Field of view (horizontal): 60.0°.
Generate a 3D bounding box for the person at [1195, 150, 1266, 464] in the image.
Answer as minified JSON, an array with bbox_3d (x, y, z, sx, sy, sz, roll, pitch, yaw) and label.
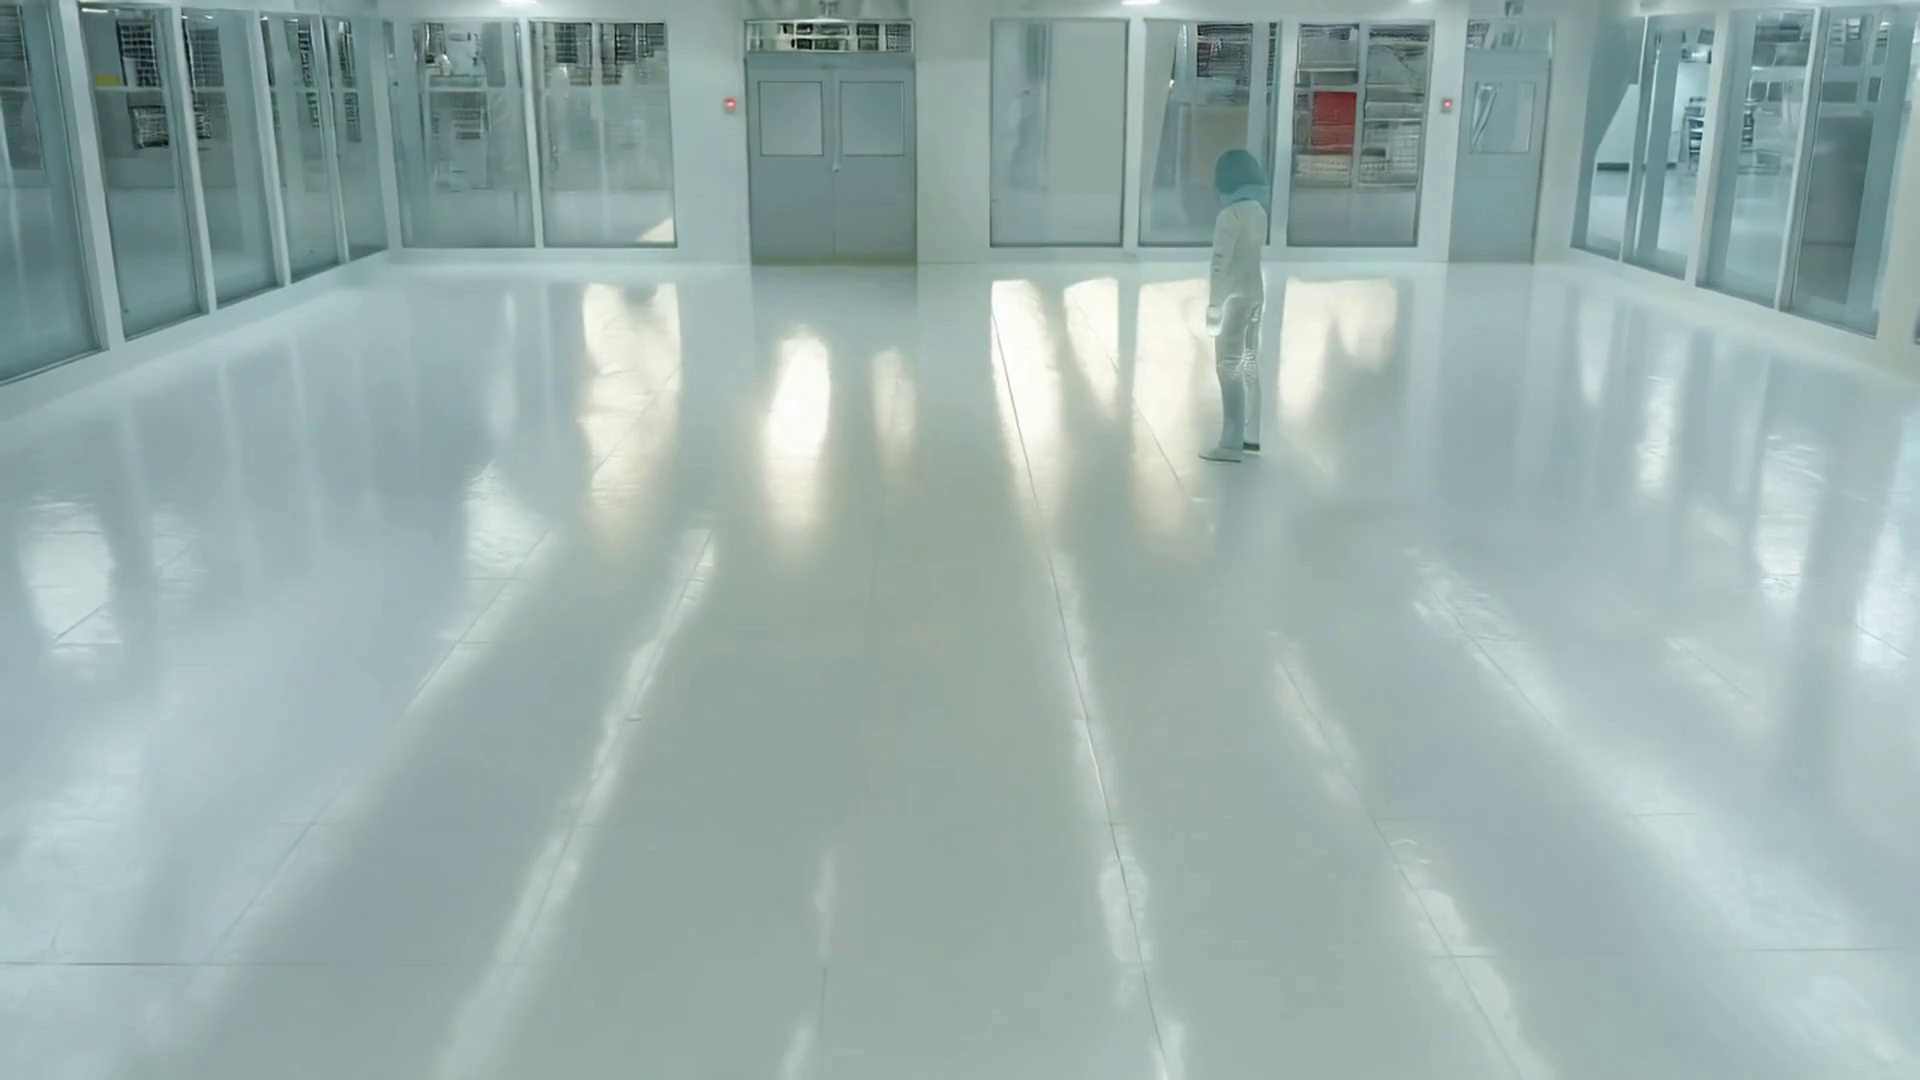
[{"bbox_3d":[1.444,-1.214,8.729,0.279,1.624,0.494,9,19,29],"label":"person"}]
